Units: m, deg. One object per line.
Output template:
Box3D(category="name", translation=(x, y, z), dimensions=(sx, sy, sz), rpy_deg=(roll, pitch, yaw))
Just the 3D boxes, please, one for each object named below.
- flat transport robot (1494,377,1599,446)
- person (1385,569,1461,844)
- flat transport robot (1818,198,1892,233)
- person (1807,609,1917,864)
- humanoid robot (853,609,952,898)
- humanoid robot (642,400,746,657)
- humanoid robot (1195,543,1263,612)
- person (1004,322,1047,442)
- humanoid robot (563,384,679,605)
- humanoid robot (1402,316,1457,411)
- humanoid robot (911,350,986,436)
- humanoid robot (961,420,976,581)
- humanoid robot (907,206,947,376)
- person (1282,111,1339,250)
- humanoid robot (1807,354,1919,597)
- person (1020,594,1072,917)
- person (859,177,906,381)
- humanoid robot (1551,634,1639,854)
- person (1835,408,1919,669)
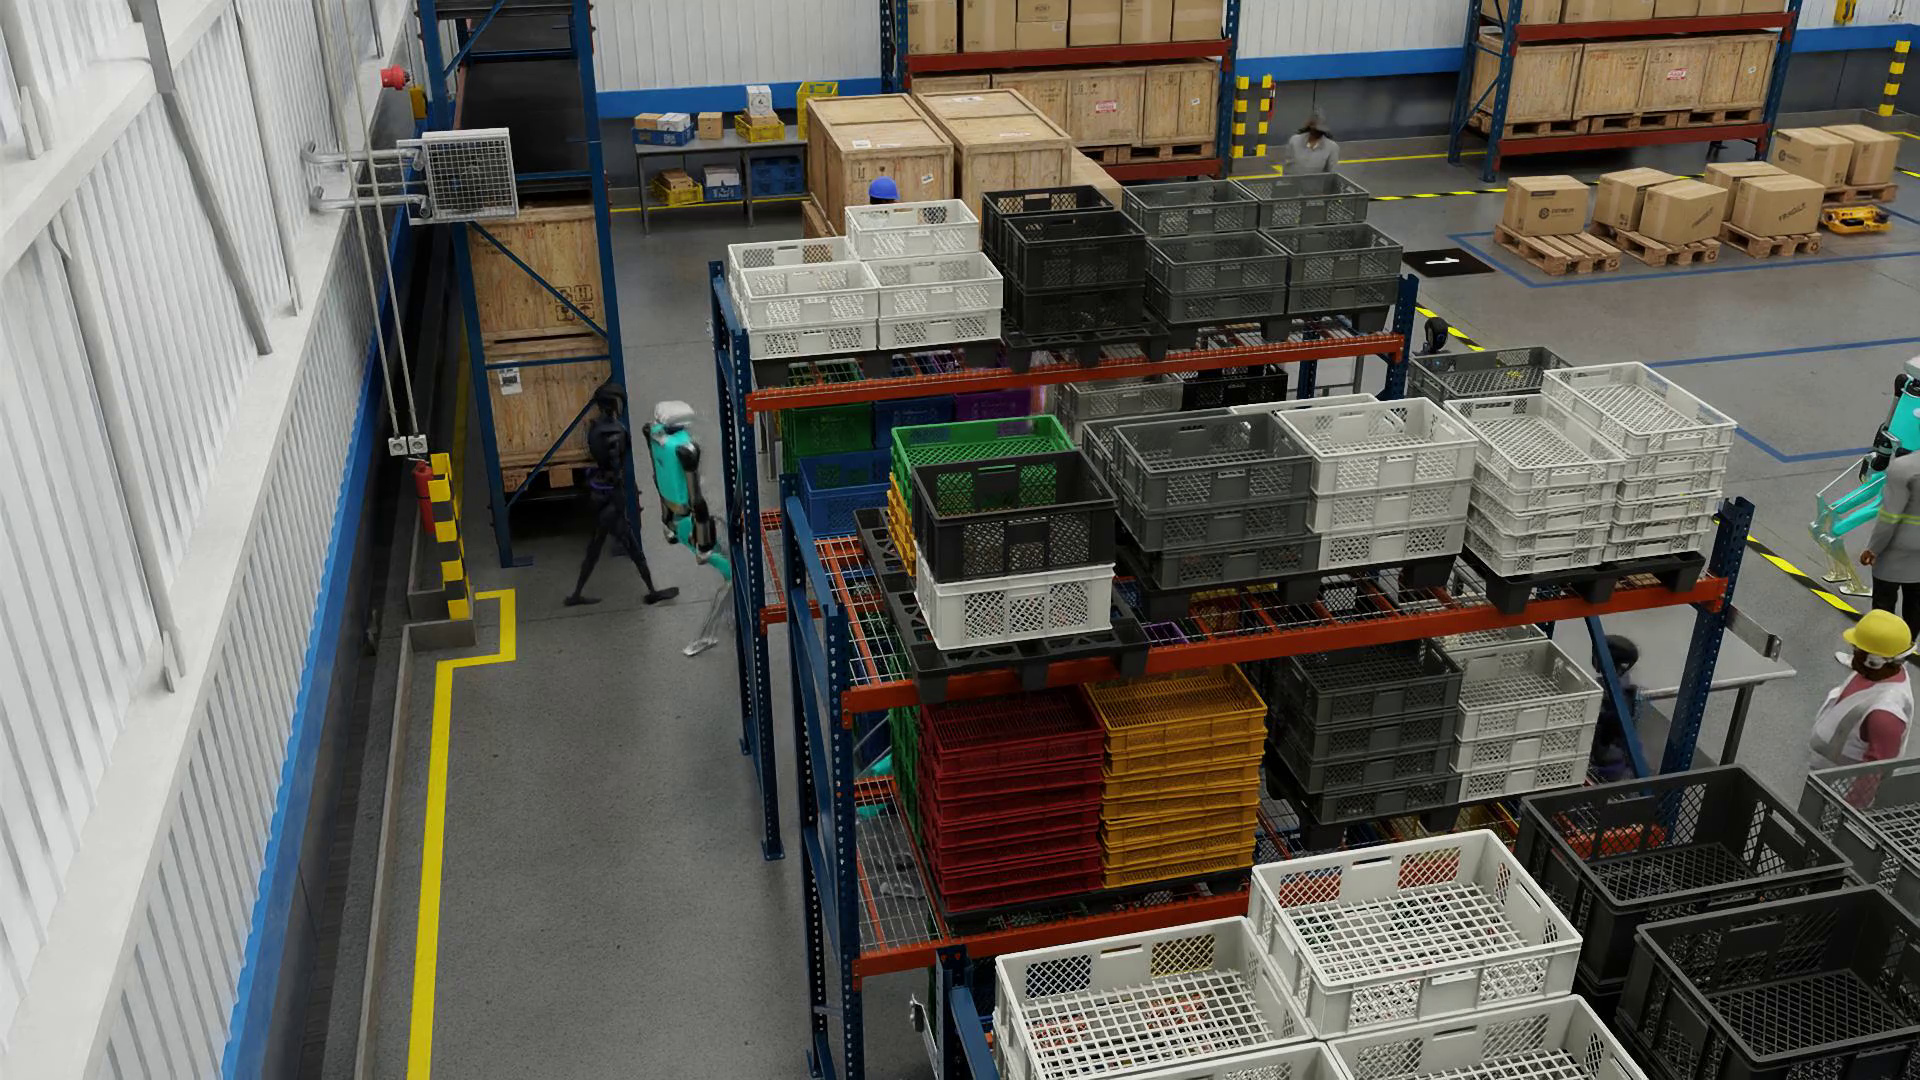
Box3D(category="flat transport robot", translation=(4.780, -1.036, 14.013), dimensions=(0.659, 0.231, 1.431), rpy_deg=(-6, 28, -12))
Box3D(category="person", translation=(2.300, 0.937, 8.590), dimensions=(0.430, 1.837, 0.619), rpy_deg=(10, 29, 18))
Box3D(category="flat transport robot", translation=(10.101, -3.901, 19.417), dimensions=(0.652, 0.197, 1.431), rpy_deg=(-6, 28, -12))
Box3D(category="person", translation=(4.360, 1.157, 8.177), dimensions=(0.404, 1.828, 0.590), rpy_deg=(10, 29, 19))
Box3D(category="humanoid robot", translation=(-0.351, 1.032, 8.465), dimensions=(0.744, 1.738, 0.530), rpy_deg=(-3, 28, -5))
Box3D(category="humanoid robot", translation=(-1.558, -0.087, 10.713), dimensions=(0.821, 1.857, 0.531), rpy_deg=(-20, 34, -33))
Box3D(category="humanoid robot", translation=(1.778, -0.120, 10.742), dimensions=(0.996, 1.777, 0.530), rpy_deg=(-1, 28, -2))
Box3D(category="person", translation=(0.412, -1.025, 12.125), dimensions=(0.854, 2.015, 0.617), rpy_deg=(-1, 28, -2))
Box3D(category="humanoid robot", translation=(-2.348, -0.289, 11.140), dimensions=(0.768, 1.619, 0.609), rpy_deg=(-10, 29, -18))
Box3D(category="humanoid robot", translation=(3.366, -0.840, 12.114), dimensions=(0.599, 1.657, 0.315), rpy_deg=(-6, 28, -11))
Box3D(category="humanoid robot", translation=(-0.101, -0.364, 11.070), dimensions=(0.533, 1.698, 0.740), rpy_deg=(4, 28, 8))
Box3D(category="humanoid robot", translation=(-0.003, -0.028, 10.573), dimensions=(0.315, 1.657, 0.599), rpy_deg=(1, 28, 2))
Box3D(category="humanoid robot", translation=(-0.281, -2.204, 14.730), dimensions=(0.470, 1.641, 0.616), rpy_deg=(-2, 28, -3))
Box3D(category="person", translation=(3.639, -3.639, 17.391), dimensions=(0.582, 1.707, 0.894), rpy_deg=(7, 29, 13))
Box3D(category="humanoid robot", translation=(6.054, -0.421, 11.122), dimensions=(0.735, 1.681, 0.533), rpy_deg=(-1, 28, -3))
Box3D(category="person", translation=(0.467, 1.042, 8.334), dimensions=(0.355, 1.887, 0.573), rpy_deg=(-4, 28, -7))
Box3D(category="person", translation=(-0.679, -2.167, 14.370), dimensions=(0.604, 1.936, 0.408), rpy_deg=(23, 36, 37))
Box3D(category="humanoid robot", translation=(3.243, 1.187, 8.350), dimensions=(0.792, 1.634, 0.600), rpy_deg=(18, 33, 30))
Box3D(category="person", translation=(5.886, -0.004, 10.355), dimensions=(0.589, 1.852, 0.399), rpy_deg=(-6, 28, -12))
